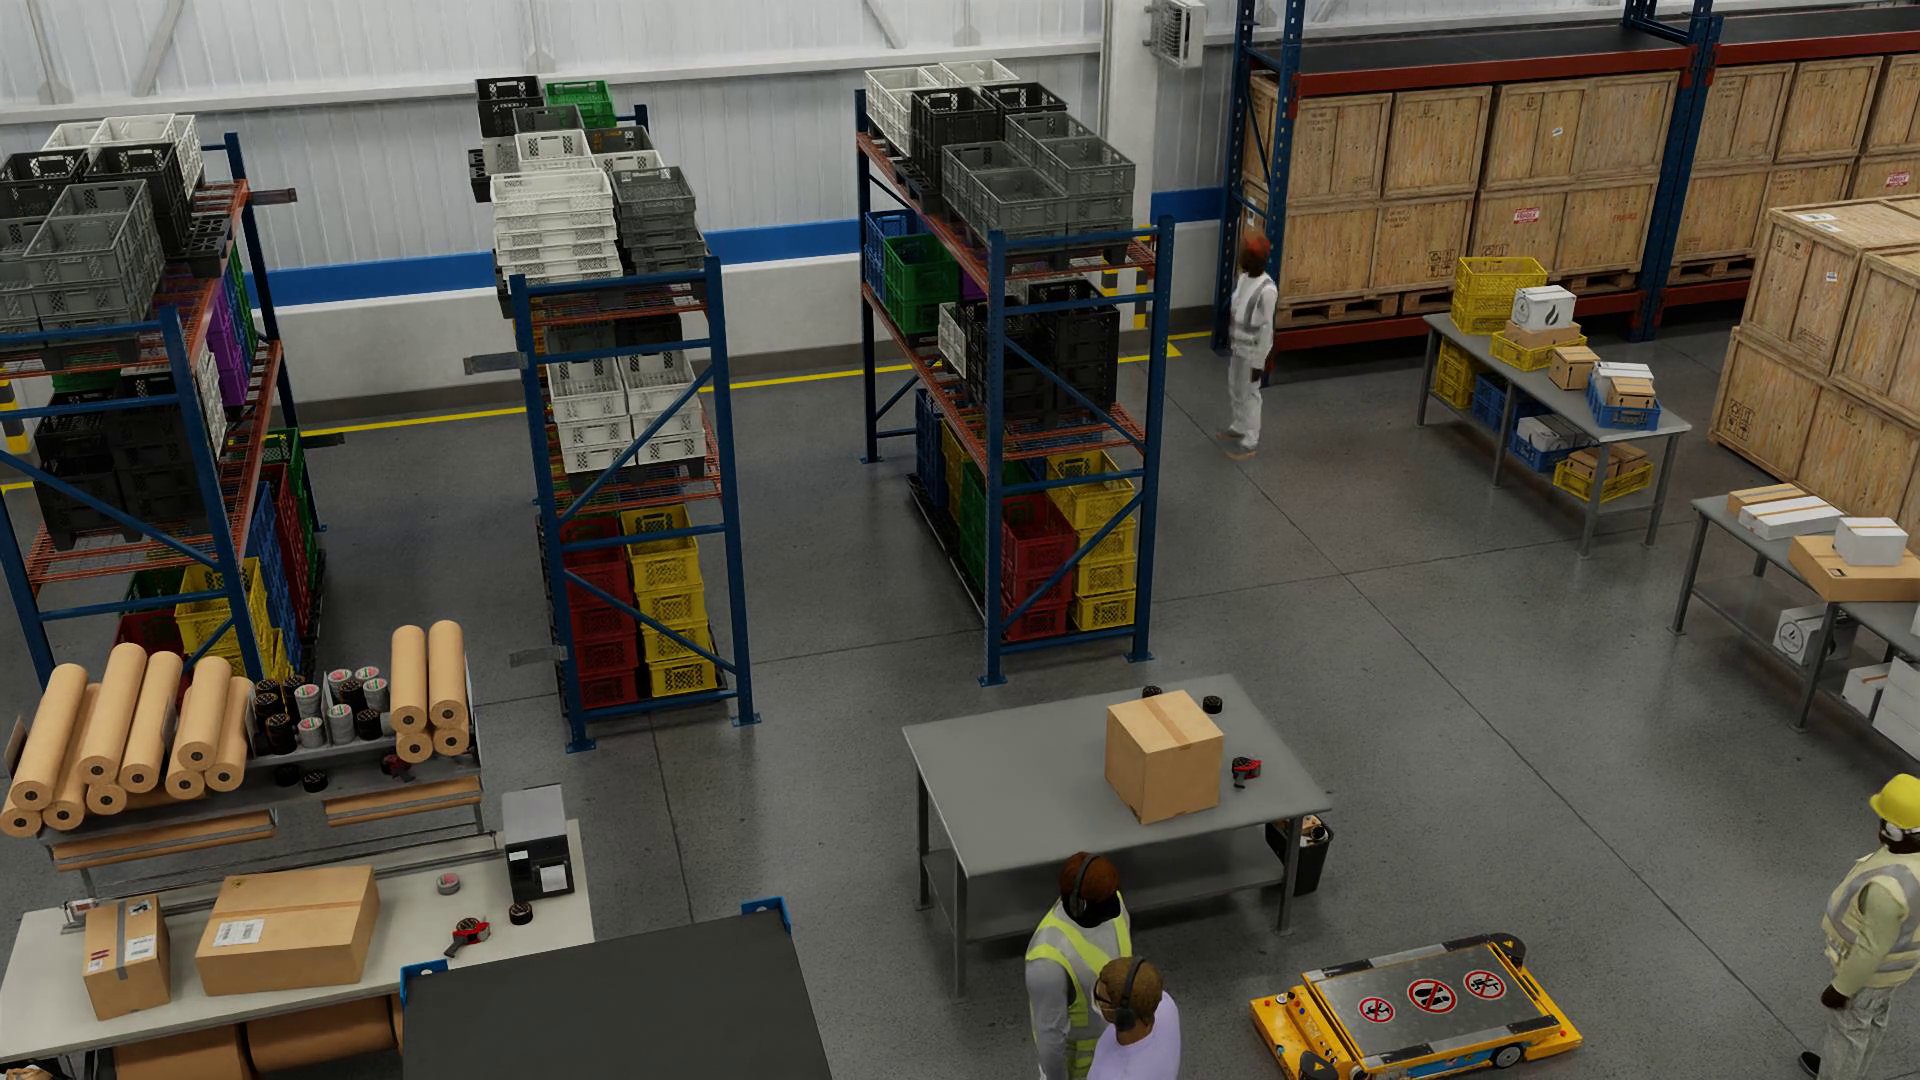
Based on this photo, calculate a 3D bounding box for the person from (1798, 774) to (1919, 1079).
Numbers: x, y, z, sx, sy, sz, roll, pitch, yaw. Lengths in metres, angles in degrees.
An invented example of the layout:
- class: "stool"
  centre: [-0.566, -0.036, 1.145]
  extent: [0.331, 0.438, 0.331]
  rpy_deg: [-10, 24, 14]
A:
- class: "person"
  centre: [3.958, 1.800, 7.257]
  extent: [0.586, 1.825, 0.404]
  rpy_deg: [-23, 36, -36]

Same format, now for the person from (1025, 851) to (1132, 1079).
- class: "person"
  centre: [0.507, 2.031, 6.819]
  extent: [0.429, 1.844, 0.627]
  rpy_deg: [14, 32, 23]

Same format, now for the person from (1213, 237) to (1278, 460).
- class: "person"
  centre: [2.299, -1.538, 13.309]
  extent: [0.342, 1.863, 0.676]
  rpy_deg: [-6, 29, -11]

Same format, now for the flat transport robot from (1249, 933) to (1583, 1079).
- class: "flat transport robot"
  centre: [2.184, 2.282, 7.980]
  extent: [1.431, 0.197, 0.652]
  rpy_deg: [-8, 30, -14]

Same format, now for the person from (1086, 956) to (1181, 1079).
- class: "person"
  centre: [0.609, 2.314, 6.205]
  extent: [0.369, 1.939, 0.631]
  rpy_deg: [8, 30, 14]
